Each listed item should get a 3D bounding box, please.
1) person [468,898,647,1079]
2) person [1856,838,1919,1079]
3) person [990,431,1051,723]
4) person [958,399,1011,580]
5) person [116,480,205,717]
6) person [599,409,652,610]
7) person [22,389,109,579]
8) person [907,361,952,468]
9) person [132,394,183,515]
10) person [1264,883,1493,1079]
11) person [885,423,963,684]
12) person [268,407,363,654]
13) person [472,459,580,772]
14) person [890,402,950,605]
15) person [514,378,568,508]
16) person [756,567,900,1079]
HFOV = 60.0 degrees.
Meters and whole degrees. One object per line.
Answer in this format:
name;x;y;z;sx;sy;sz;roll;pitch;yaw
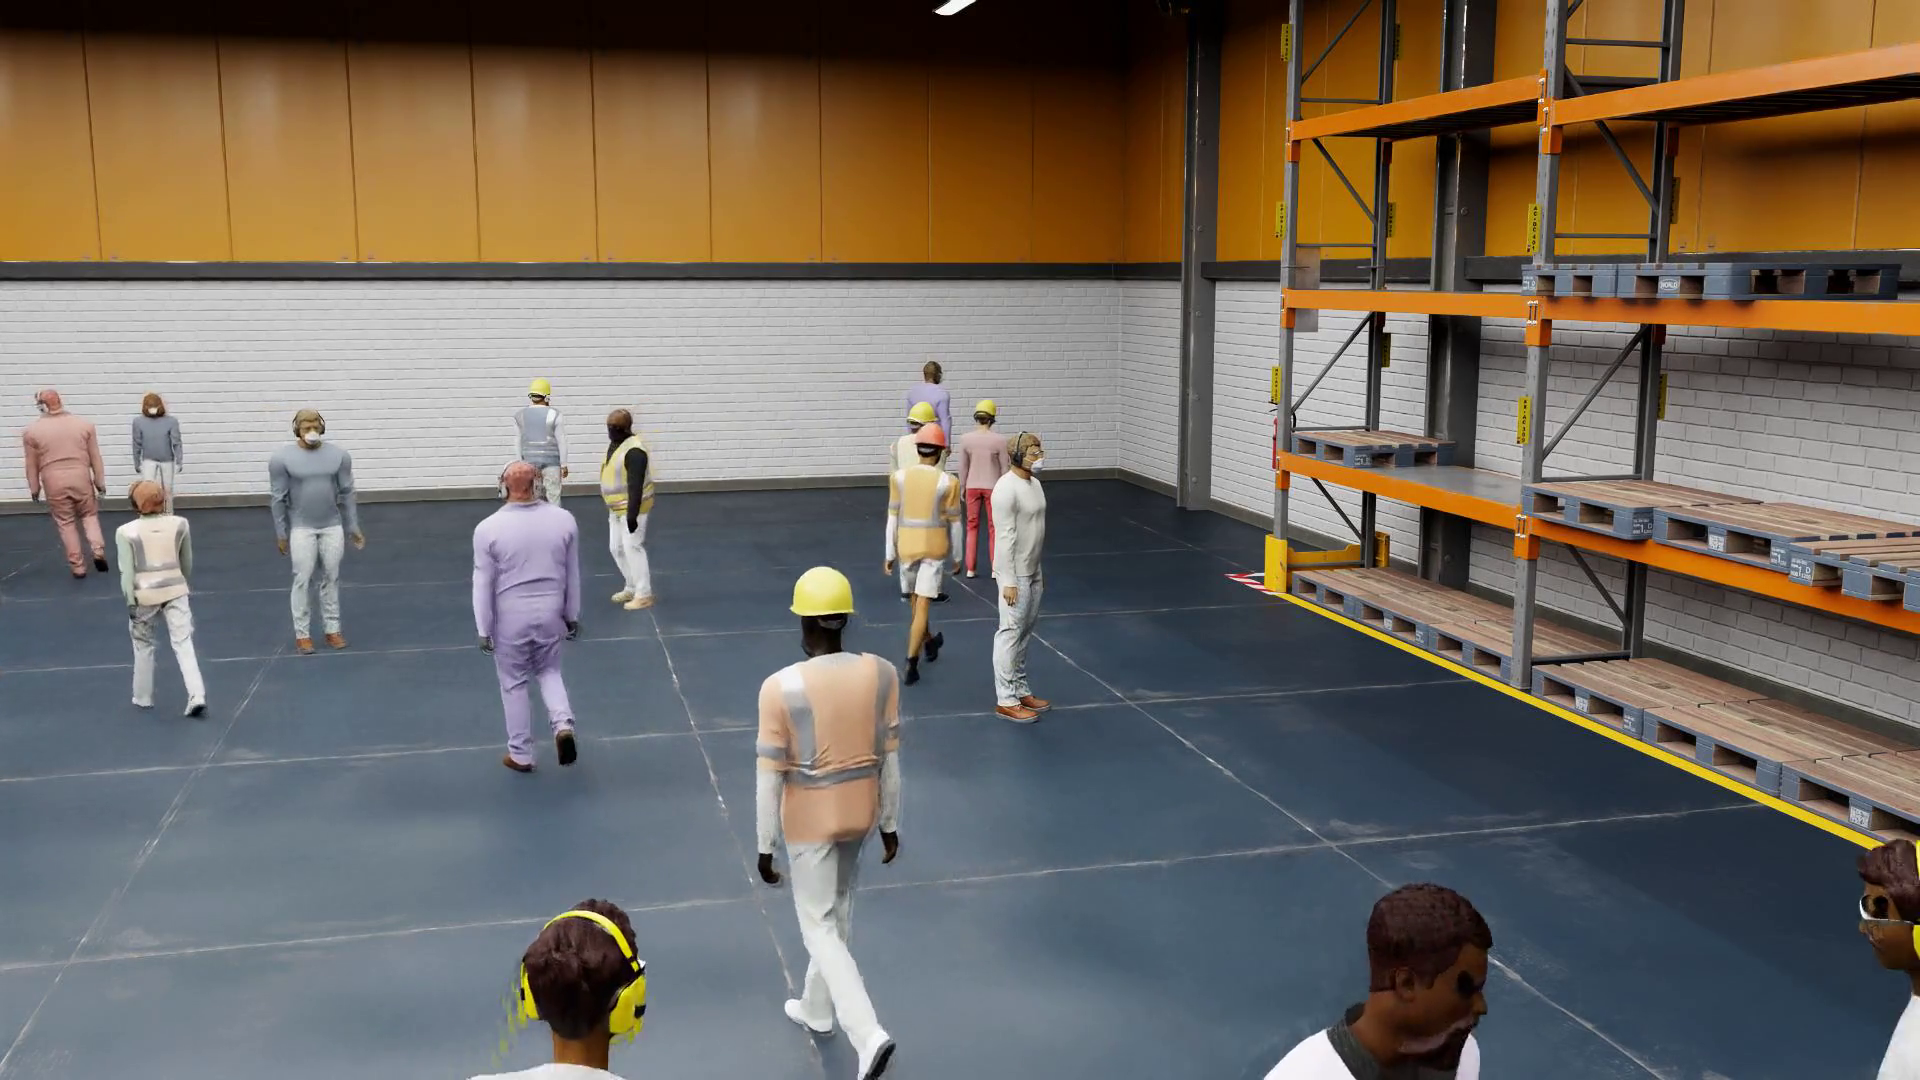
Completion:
person;-0.712;1.595;3.042;0.525;1.837;0.877;2;9;10
person;2.034;1.523;3.413;0.510;1.849;0.549;8;12;40
person;0.414;0.237;11.161;0.373;1.940;0.629;3;10;20
person;0.247;-0.492;16.252;0.533;1.765;0.330;3;10;17
person;-5.391;0.392;11.239;0.510;1.602;0.825;-9;13;-43
person;-2.945;-0.268;14.733;0.458;1.804;0.654;-6;11;-33
person;-8.742;-0.544;16.241;0.680;1.873;0.411;-6;11;-34
person;-0.359;-1.183;20.028;0.631;1.936;0.362;7;12;39
person;-9.229;-0.876;19.152;0.516;1.596;0.771;-4;10;-25
person;0.771;1.555;3.185;0.609;1.856;0.966;-6;11;-31
person;-0.243;0.075;12.369;0.563;1.870;1.024;3;10;18
person;-5.103;-0.085;13.176;0.632;1.939;0.384;-8;12;-40
person;-2.562;0.465;9.860;0.663;1.894;0.515;-7;11;-36
person;-0.353;-0.332;15.037;0.592;1.833;0.404;7;11;37
person;-4.597;-0.863;18.351;0.588;1.835;0.403;1;9;8
person;-0.464;1.049;6.230;0.593;1.902;0.852;-6;11;-35
